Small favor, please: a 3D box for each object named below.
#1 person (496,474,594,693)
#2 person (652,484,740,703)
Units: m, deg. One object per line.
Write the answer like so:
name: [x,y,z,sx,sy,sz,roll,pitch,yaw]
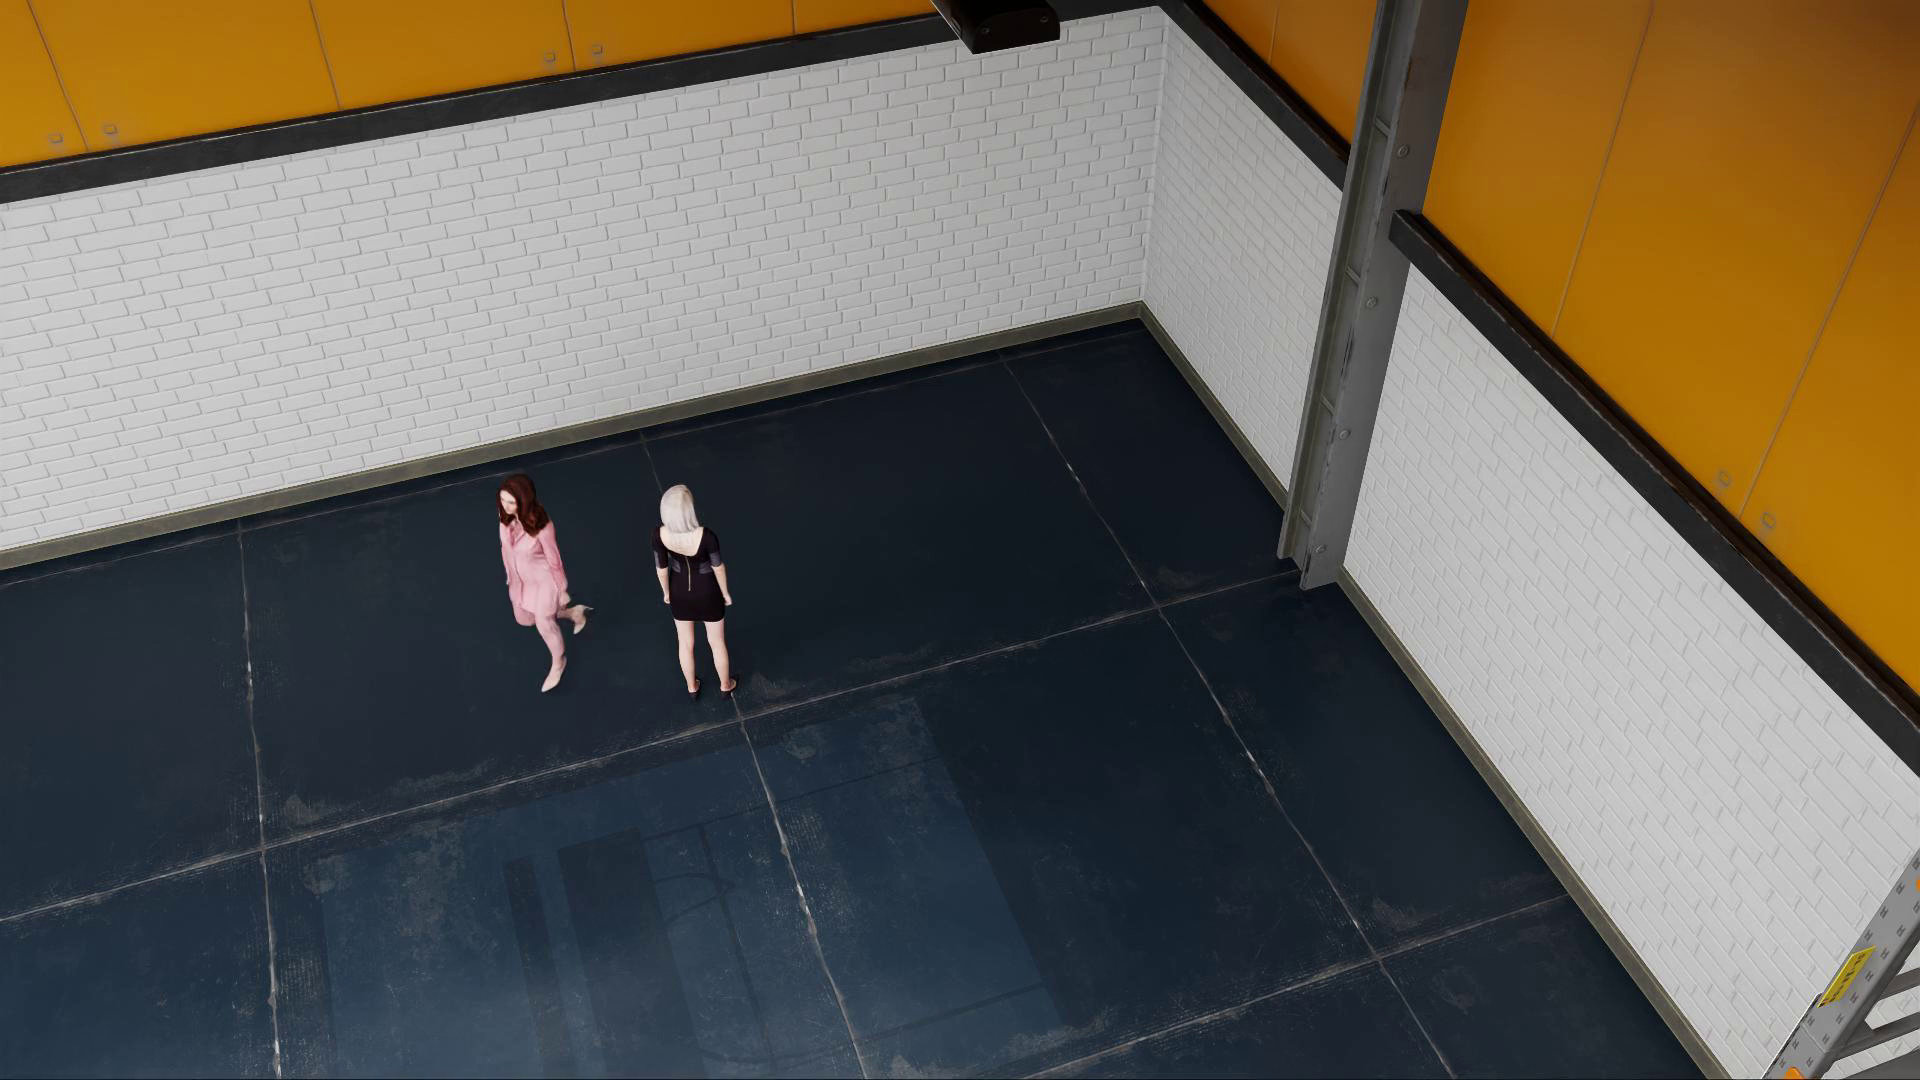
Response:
person: [-2.642,0.209,10.608,0.893,1.784,0.930,23,48,22]
person: [-1.659,0.348,10.430,0.648,1.830,0.624,2,44,2]
